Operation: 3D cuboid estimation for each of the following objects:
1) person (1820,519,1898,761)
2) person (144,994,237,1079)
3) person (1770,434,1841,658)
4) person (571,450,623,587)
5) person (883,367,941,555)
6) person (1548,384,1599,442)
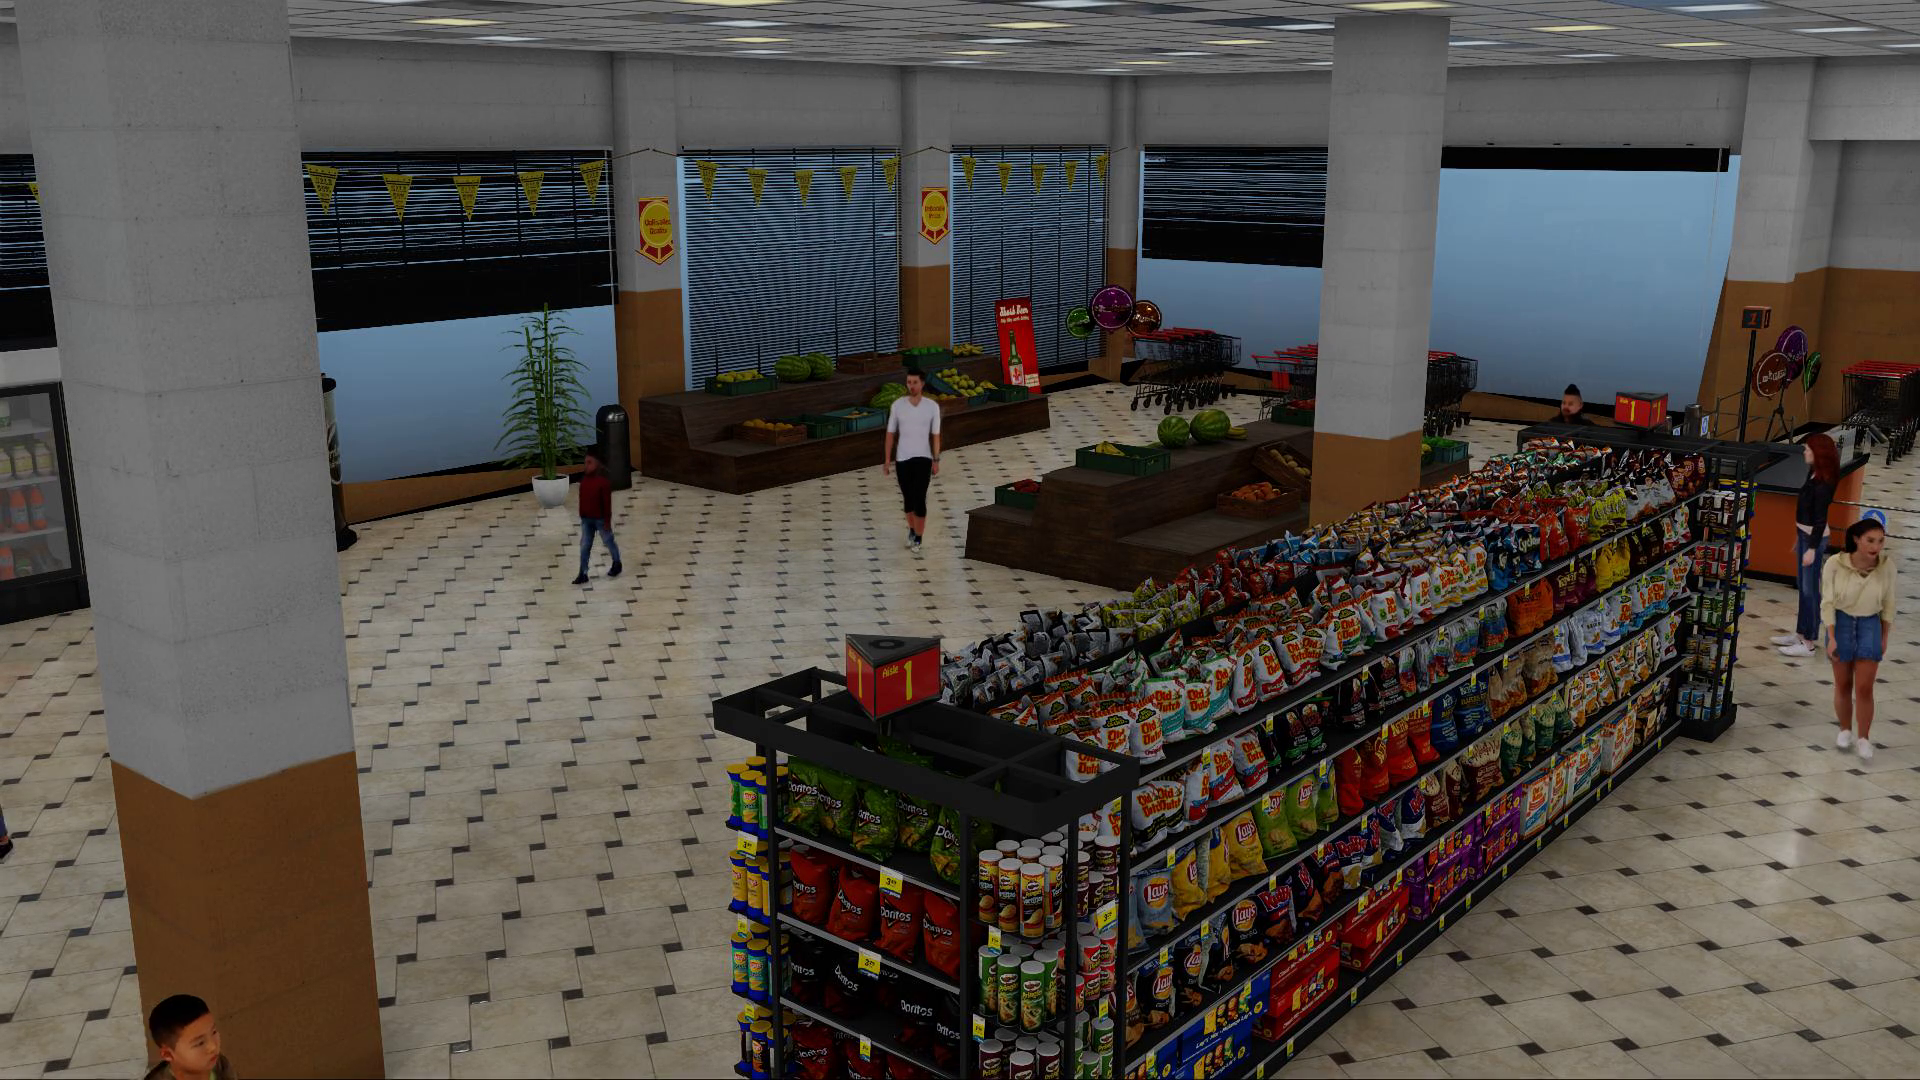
[{"bbox_3d":[5.952,0.628,11.129,0.717,1.605,0.773,5,15,21],"label":"person"},{"bbox_3d":[-2.475,2.120,5.343,0.954,1.433,0.969,1,14,4],"label":"person"},{"bbox_3d":[6.749,0.035,13.184,0.713,1.789,0.599,4,14,17],"label":"person"},{"bbox_3d":[-3.323,-0.212,15.395,0.669,1.226,0.924,6,15,24],"label":"person"},{"bbox_3d":[-0.452,-0.807,16.579,1.013,1.824,1.165,2,14,10],"label":"person"},{"bbox_3d":[5.609,-0.495,15.280,0.744,1.830,1.077,11,18,39],"label":"person"}]
